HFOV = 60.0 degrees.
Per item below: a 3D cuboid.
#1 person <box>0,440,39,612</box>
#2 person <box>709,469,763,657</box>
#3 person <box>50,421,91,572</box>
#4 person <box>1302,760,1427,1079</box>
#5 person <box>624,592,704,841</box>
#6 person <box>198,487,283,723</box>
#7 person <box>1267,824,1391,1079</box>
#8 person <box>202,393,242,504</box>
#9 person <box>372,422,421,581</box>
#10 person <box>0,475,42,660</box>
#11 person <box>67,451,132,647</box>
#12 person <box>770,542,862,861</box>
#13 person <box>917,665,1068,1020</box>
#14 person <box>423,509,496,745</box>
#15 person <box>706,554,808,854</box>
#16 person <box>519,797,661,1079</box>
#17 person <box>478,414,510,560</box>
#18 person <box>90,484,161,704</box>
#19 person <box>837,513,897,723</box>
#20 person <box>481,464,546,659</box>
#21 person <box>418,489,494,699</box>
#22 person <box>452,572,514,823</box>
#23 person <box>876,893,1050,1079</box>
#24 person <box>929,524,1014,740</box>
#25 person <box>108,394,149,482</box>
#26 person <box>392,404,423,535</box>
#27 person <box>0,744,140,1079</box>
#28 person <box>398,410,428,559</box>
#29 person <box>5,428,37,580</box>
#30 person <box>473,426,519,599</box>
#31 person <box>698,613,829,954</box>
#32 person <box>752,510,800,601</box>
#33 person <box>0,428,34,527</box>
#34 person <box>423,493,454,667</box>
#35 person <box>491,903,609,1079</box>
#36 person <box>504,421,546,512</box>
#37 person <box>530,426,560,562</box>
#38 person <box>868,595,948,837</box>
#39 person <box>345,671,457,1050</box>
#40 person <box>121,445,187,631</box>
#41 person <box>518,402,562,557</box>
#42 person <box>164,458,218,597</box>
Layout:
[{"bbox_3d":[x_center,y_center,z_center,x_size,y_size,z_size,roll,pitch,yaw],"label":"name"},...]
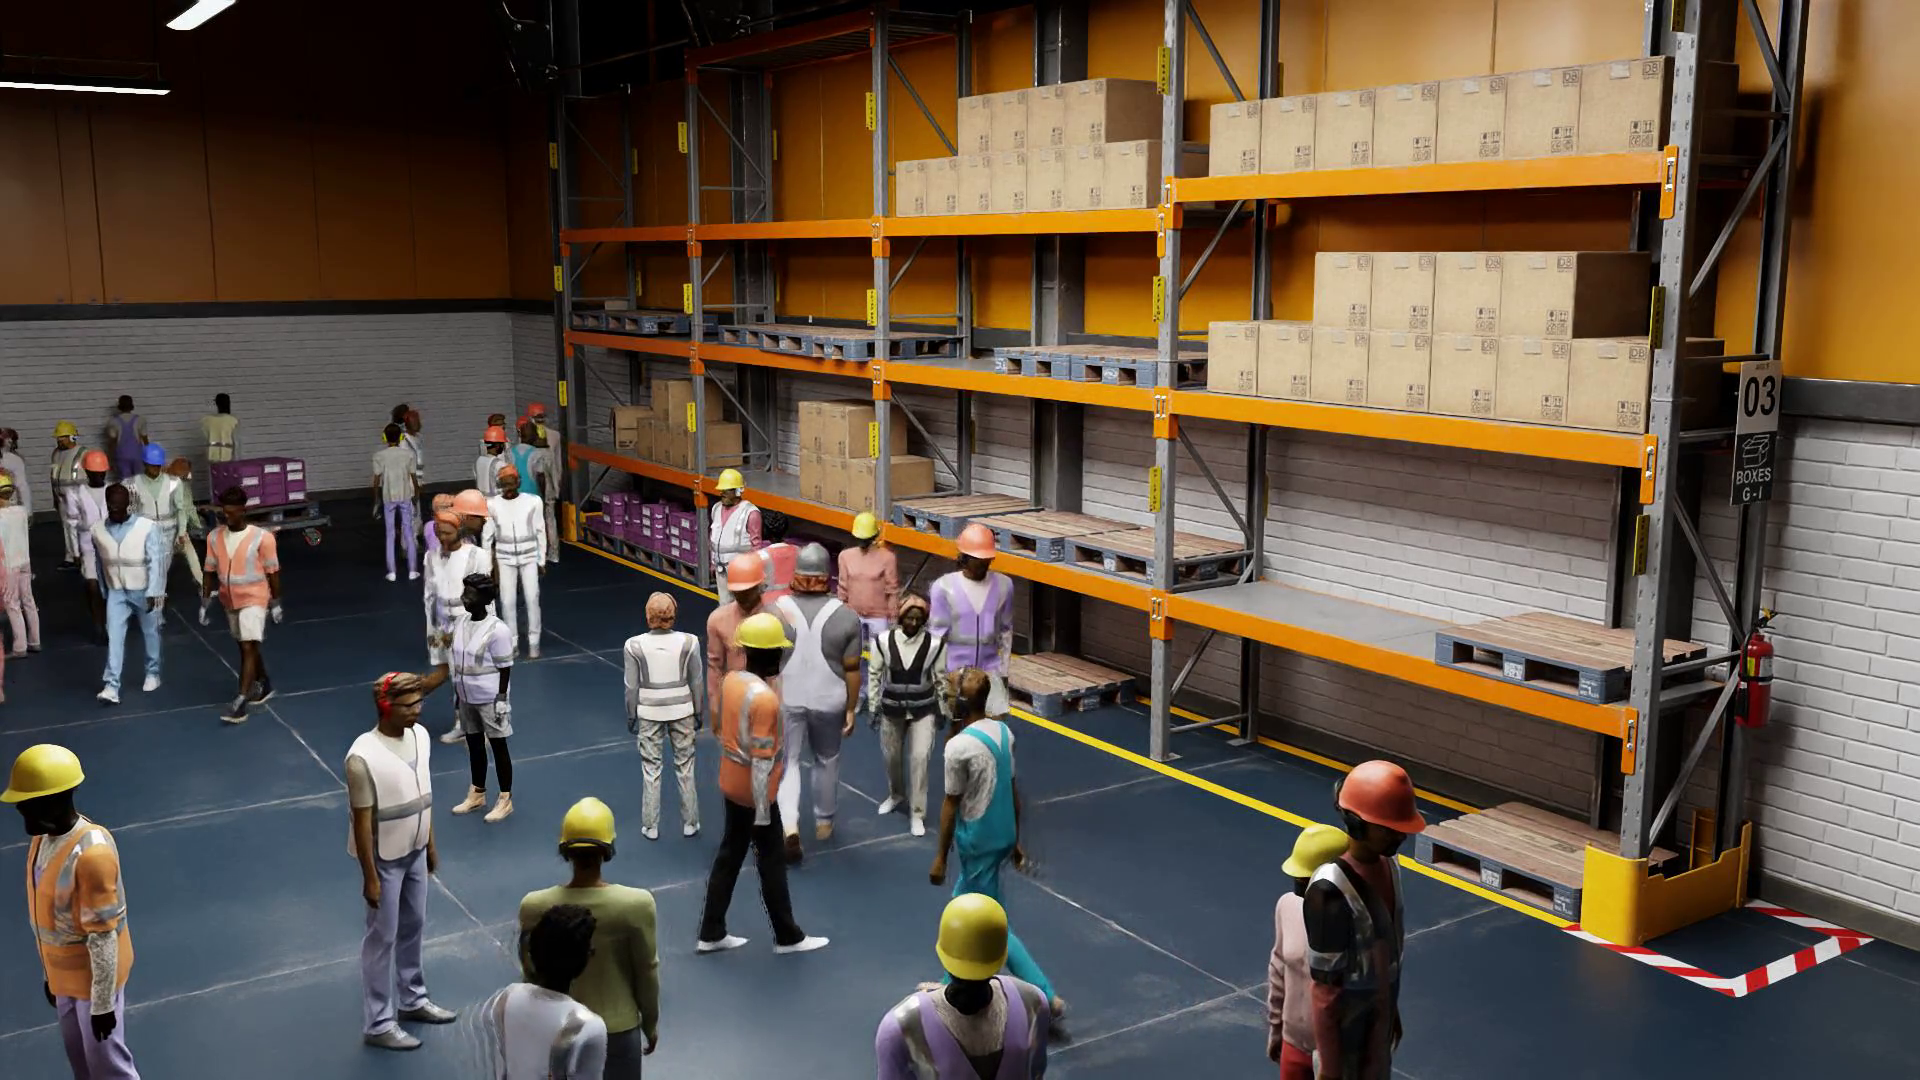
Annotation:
[{"bbox_3d":[-10.373,-0.170,17.773,0.941,1.923,0.585,5,11,25],"label":"person"},{"bbox_3d":[-2.129,0.243,15.605,0.603,1.828,0.404,7,12,35],"label":"person"},{"bbox_3d":[-10.745,-0.528,20.125,0.601,1.830,0.404,3,10,16],"label":"person"},{"bbox_3d":[1.469,1.773,6.070,0.409,2.028,0.616,7,12,34],"label":"person"},{"bbox_3d":[-1.920,1.151,10.840,0.510,1.640,0.308,-2,10,-12],"label":"person"},{"bbox_3d":[-5.988,0.506,13.813,0.610,1.912,0.982,2,10,13],"label":"person"},{"bbox_3d":[1.334,1.890,6.137,0.329,1.765,0.526,-7,12,-36],"label":"person"},{"bbox_3d":[-10.340,-1.132,23.534,0.594,1.878,0.936,1,10,5],"label":"person"},{"bbox_3d":[-6.625,-0.451,19.580,0.529,1.865,0.311,-3,10,-19],"label":"person"},{"bbox_3d":[-9.007,0.254,15.746,0.329,1.762,0.533,0,10,2],"label":"person"},{"bbox_3d":[-8.347,0.088,16.238,0.559,1.917,0.611,-7,12,-35],"label":"person"},{"bbox_3d":[-0.963,0.994,10.584,0.687,2.000,0.882,-1,10,-5],"label":"person"},{"bbox_3d":[0.172,1.521,8.214,0.825,1.813,0.515,5,11,27],"label":"person"},{"bbox_3d":[-3.871,0.682,12.919,0.649,1.874,0.377,3,10,16],"label":"person"},{"bbox_3d":[-1.290,1.039,10.494,0.643,1.967,0.488,2,10,10],"label":"person"},{"bbox_3d":[-1.409,1.851,6.383,0.523,1.762,0.337,-1,10,-7],"label":"person"},{"bbox_3d":[-5.834,-0.671,20.924,0.393,1.847,0.563,3,10,17],"label":"person"},{"bbox_3d":[-7.155,0.455,14.261,0.590,1.865,1.010,-1,10,-7],"label":"person"},{"bbox_3d":[-0.762,0.635,13.587,0.530,1.739,0.379,3,10,15],"label":"person"},{"bbox_3d":[-4.203,0.208,15.684,0.601,1.871,0.400,-2,10,-9],"label":"person"},{"bbox_3d":[-4.071,0.587,13.119,0.827,2.005,0.625,0,10,-2],"label":"person"},{"bbox_3d":[-3.231,1.054,11.231,0.532,1.699,0.319,6,11,32],"label":"person"},{"bbox_3d":[0.031,1.988,5.097,0.594,1.920,0.379,-5,11,-28],"label":"person"},{"bbox_3d":[0.082,0.886,11.283,0.634,2.025,0.485,-3,10,-16],"label":"person"},{"bbox_3d":[-11.921,-1.172,23.910,0.506,1.839,0.367,-5,11,-26],"label":"person"},{"bbox_3d":[-7.577,-0.959,22.757,0.431,1.810,0.700,-2,10,-11],"label":"person"},{"bbox_3d":[-3.520,1.733,6.620,0.585,1.918,0.410,8,13,41],"label":"person"},{"bbox_3d":[-6.950,-0.709,21.098,0.364,1.878,0.667,0,10,-3],"label":"person"},{"bbox_3d":[-11.286,-0.420,19.555,0.728,1.813,0.638,3,10,15],"label":"person"},{"bbox_3d":[-5.176,-0.312,18.587,0.546,1.929,0.385,8,13,39],"label":"person"},{"bbox_3d":[-1.116,1.331,9.054,0.565,1.923,0.608,-5,11,-29],"label":"person"},{"bbox_3d":[-1.524,0.595,13.956,0.537,1.694,0.320,-9,13,-42],"label":"person"},{"bbox_3d":[-10.789,-0.324,18.778,0.688,1.885,0.629,3,10,16],"label":"person"},{"bbox_3d":[-4.812,0.376,15.460,0.532,1.606,0.470,4,11,24],"label":"person"},{"bbox_3d":[-1.376,2.033,5.655,0.553,1.631,0.918,6,11,32],"label":"person"},{"bbox_3d":[-5.265,-0.522,20.118,0.542,1.837,0.361,1,10,5],"label":"person"},{"bbox_3d":[-5.217,-0.554,20.618,0.513,1.716,0.341,-5,11,-28],"label":"person"},{"bbox_3d":[-0.333,1.123,11.091,0.531,1.607,0.584,1,10,4],"label":"person"},{"bbox_3d":[-2.740,1.529,8.048,0.392,1.836,0.562,3,10,15],"label":"person"},{"bbox_3d":[-8.187,-0.020,16.942,0.607,1.891,0.987,-8,12,-38],"label":"person"},{"bbox_3d":[-5.317,-0.758,21.045,0.669,1.986,0.475,-9,13,-43],"label":"person"},{"bbox_3d":[-8.720,-0.128,18.528,0.885,1.580,0.515,-2,10,-10],"label":"person"}]
